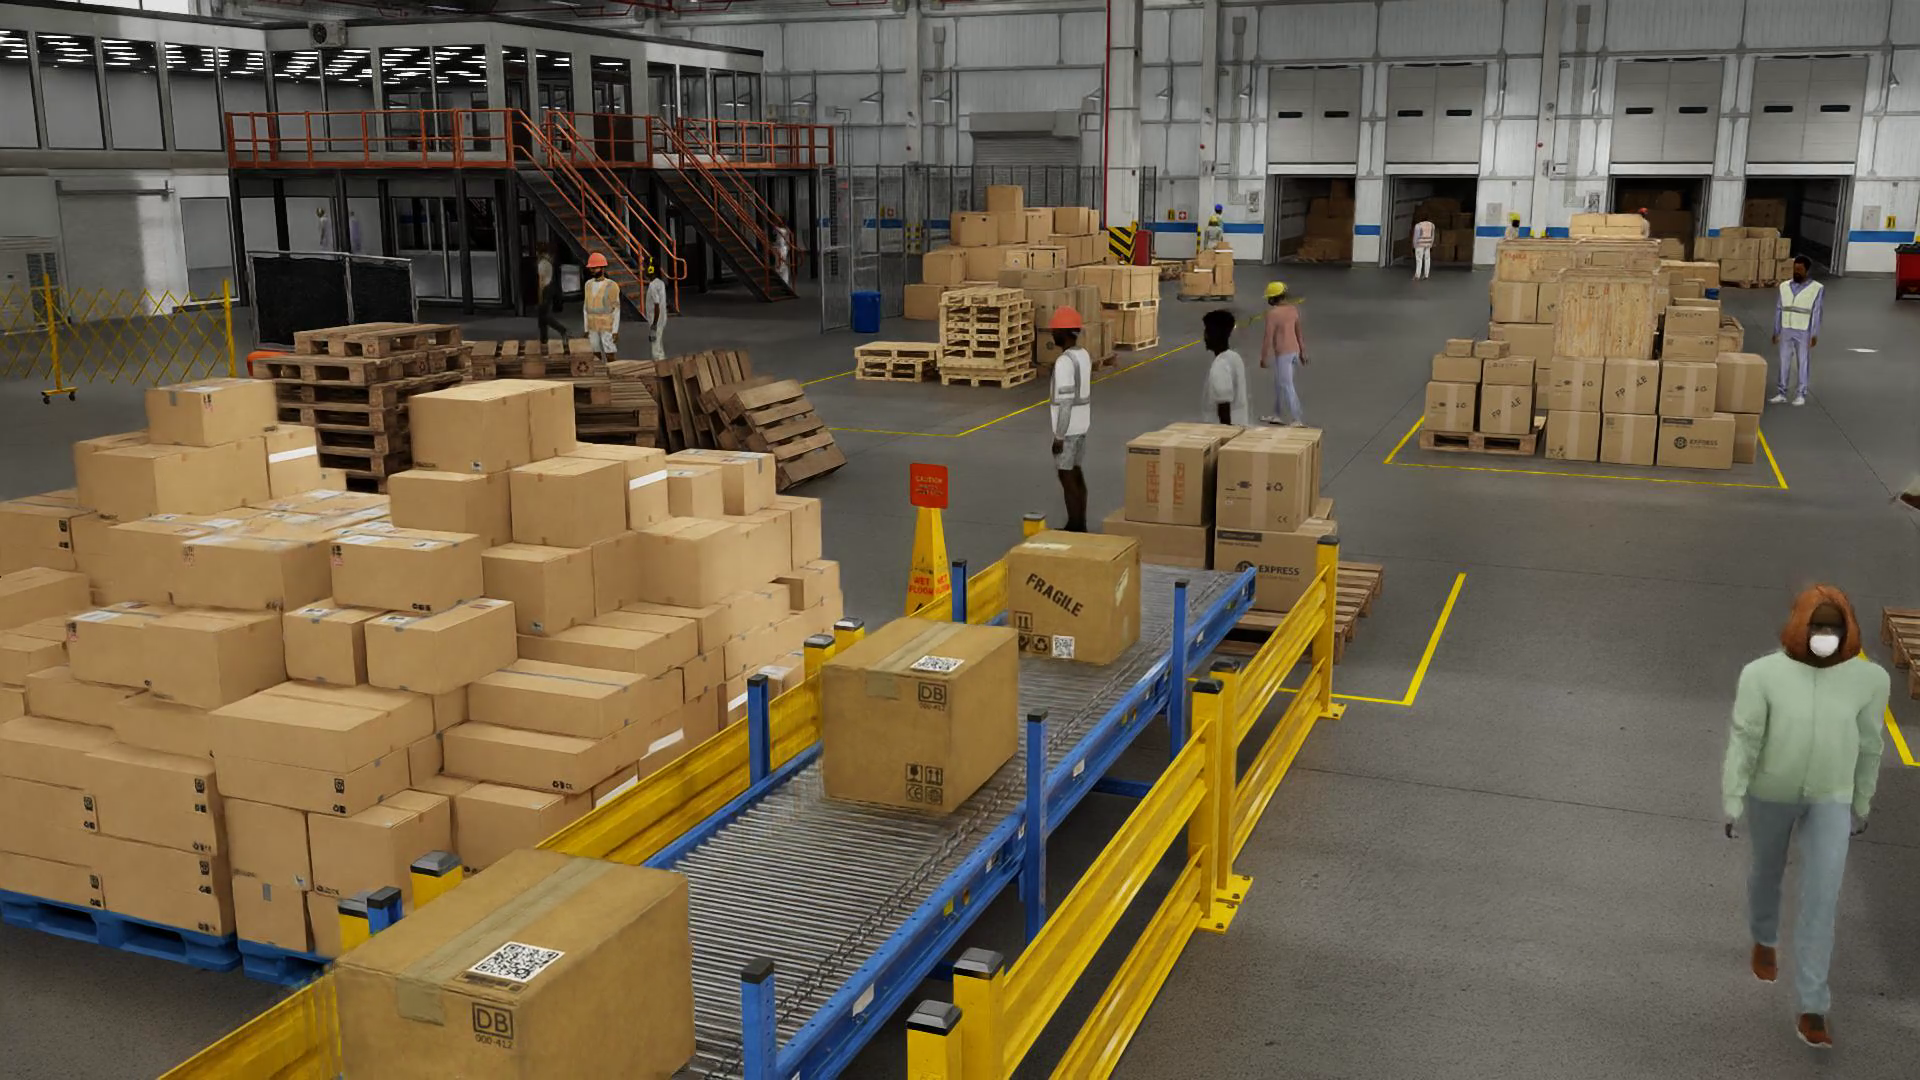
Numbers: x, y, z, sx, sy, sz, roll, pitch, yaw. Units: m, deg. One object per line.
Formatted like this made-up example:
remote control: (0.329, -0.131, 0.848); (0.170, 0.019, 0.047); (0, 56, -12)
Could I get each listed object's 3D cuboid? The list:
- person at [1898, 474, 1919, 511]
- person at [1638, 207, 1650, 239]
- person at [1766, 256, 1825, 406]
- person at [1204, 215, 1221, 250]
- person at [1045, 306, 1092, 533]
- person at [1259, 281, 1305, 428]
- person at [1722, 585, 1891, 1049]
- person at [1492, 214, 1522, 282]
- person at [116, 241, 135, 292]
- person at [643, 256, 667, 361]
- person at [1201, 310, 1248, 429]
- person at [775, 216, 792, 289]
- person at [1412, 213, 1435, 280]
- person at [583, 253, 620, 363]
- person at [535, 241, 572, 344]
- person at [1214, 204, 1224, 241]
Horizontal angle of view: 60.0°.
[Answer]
person: (8.854, -1.108, 14.576); (0.988, 1.829, 0.520); (7, 14, 27)
person: (19.174, -8.427, 47.056); (0.753, 1.964, 0.629); (-8, 15, -32)
person: (10.805, -2.698, 21.471); (0.372, 1.914, 0.597); (-9, 15, -34)
person: (7.115, -8.256, 46.812); (0.483, 1.734, 0.474); (-1, 13, -2)
person: (0.853, -0.913, 13.415); (0.373, 1.934, 0.551); (5, 14, 21)
person: (3.769, -2.162, 19.498); (0.544, 1.720, 0.812); (-12, 17, -43)
person: (2.988, 0.934, 5.916); (0.517, 1.578, 0.873); (4, 13, 17)
person: (14.434, -7.593, 43.529); (1.001, 1.881, 0.608); (10, 16, 39)
person: (-17.717, -5.624, 35.202); (0.500, 1.636, 0.280); (-3, 13, -11)
person: (-4.082, -2.843, 22.227); (0.314, 1.869, 0.535); (0, 13, -2)
person: (2.062, -0.888, 13.365); (1.019, 1.904, 0.621); (6, 14, 24)
person: (-4.551, -7.205, 41.796); (0.668, 1.865, 0.598); (0, 13, -2)
person: (12.703, -8.057, 45.679); (0.627, 1.844, 0.429); (-4, 13, -17)
person: (-4.710, -2.782, 21.796); (0.543, 1.939, 0.360); (6, 14, 23)
person: (-6.971, -4.141, 28.147); (0.655, 1.827, 0.535); (-1, 13, -5)
person: (7.991, -9.437, 51.618); (0.379, 1.950, 0.608); (-5, 13, -21)
